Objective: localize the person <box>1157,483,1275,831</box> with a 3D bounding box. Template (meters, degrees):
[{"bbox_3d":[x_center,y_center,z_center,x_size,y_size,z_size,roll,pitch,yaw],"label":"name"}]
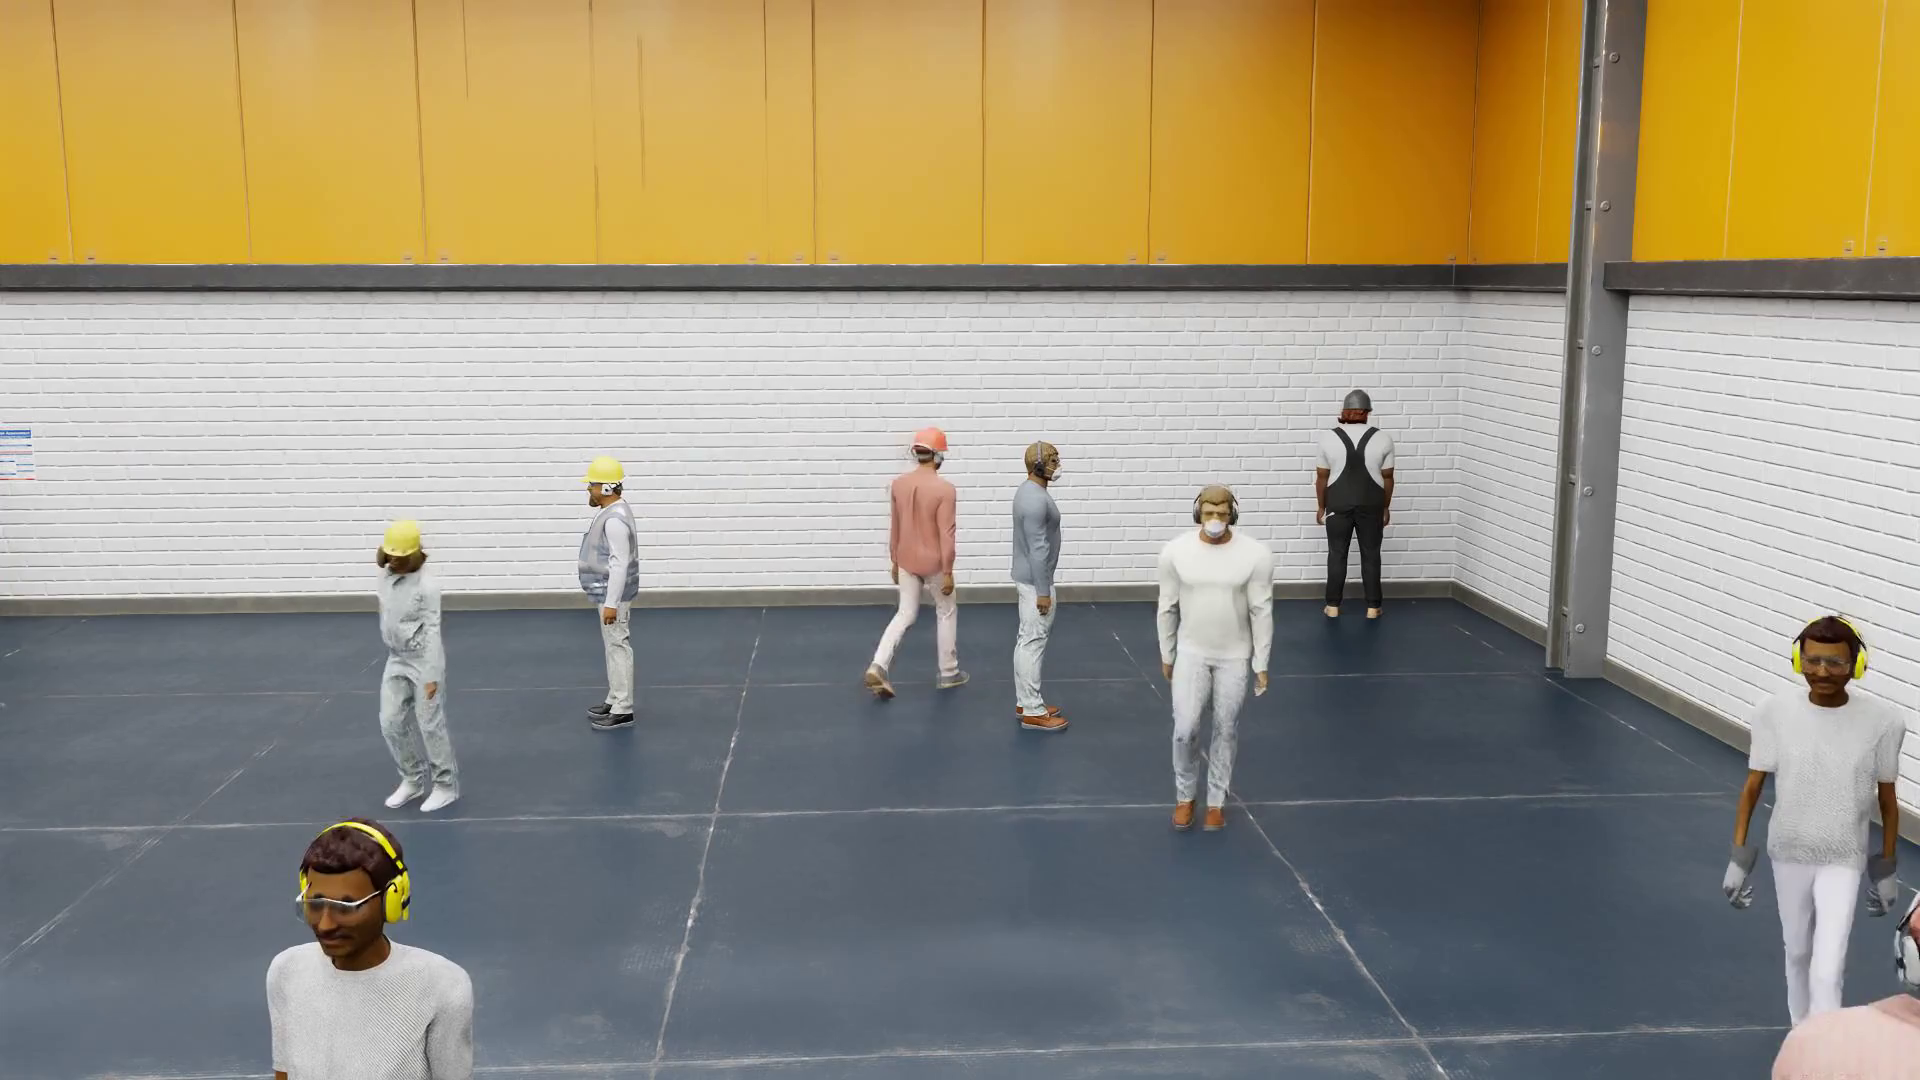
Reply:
[{"bbox_3d":[1.374,0.650,9.004,0.628,1.921,0.519,1,9,9],"label":"person"}]

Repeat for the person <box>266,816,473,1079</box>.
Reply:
[{"bbox_3d":[-1.318,1.522,3.698,0.511,1.872,0.328,1,9,8],"label":"person"}]

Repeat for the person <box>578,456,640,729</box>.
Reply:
[{"bbox_3d":[-2.358,0.347,11.185,0.404,1.833,0.589,-2,9,-15],"label":"person"}]

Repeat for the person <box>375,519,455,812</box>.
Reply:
[{"bbox_3d":[-3.040,0.707,9.316,0.501,1.701,0.517,5,10,27],"label":"person"}]

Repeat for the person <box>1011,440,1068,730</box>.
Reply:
[{"bbox_3d":[0.527,0.297,11.175,0.373,1.940,0.630,-1,9,-3],"label":"person"}]

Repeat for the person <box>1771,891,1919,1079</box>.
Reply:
[{"bbox_3d":[1.884,1.604,3.237,0.682,1.863,0.849,6,11,34],"label":"person"}]

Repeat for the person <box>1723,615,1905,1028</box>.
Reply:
[{"bbox_3d":[3.040,1.181,5.970,0.542,1.822,0.947,6,11,35],"label":"person"}]

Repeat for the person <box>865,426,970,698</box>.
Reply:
[{"bbox_3d":[-0.309,0.161,12.008,0.619,1.957,0.935,7,11,36],"label":"person"}]

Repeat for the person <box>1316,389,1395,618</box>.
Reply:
[{"bbox_3d":[3.498,-0.328,14.775,0.675,2.000,0.537,2,9,13],"label":"person"}]
